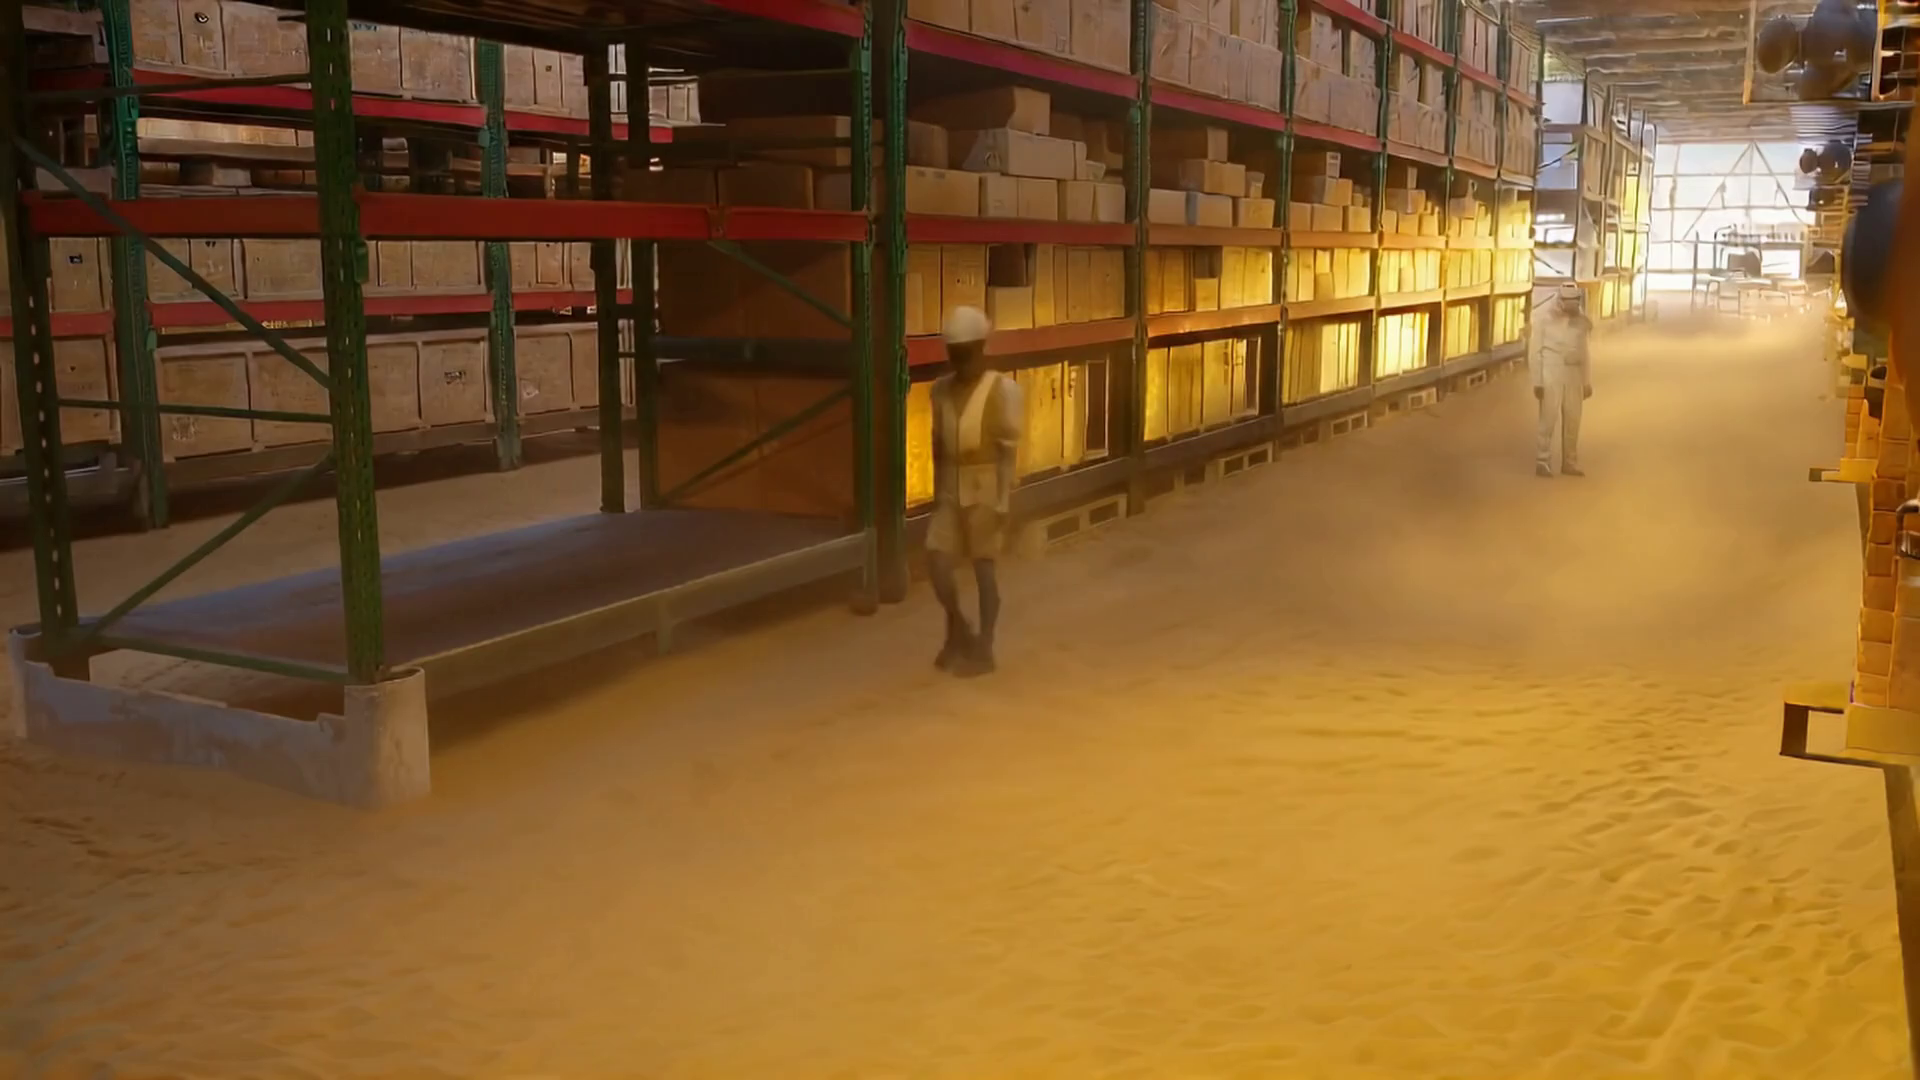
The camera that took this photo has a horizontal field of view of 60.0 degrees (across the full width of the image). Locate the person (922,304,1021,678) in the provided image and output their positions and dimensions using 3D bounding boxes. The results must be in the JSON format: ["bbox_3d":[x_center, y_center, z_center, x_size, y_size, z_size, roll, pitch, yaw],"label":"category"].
[{"bbox_3d":[0.045,-0.233,8.492,0.542,1.922,0.419,6,11,31],"label":"person"}]

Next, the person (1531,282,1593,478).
[{"bbox_3d":[5.862,-1.549,16.178,0.657,1.894,0.400,-3,10,-15],"label":"person"}]
